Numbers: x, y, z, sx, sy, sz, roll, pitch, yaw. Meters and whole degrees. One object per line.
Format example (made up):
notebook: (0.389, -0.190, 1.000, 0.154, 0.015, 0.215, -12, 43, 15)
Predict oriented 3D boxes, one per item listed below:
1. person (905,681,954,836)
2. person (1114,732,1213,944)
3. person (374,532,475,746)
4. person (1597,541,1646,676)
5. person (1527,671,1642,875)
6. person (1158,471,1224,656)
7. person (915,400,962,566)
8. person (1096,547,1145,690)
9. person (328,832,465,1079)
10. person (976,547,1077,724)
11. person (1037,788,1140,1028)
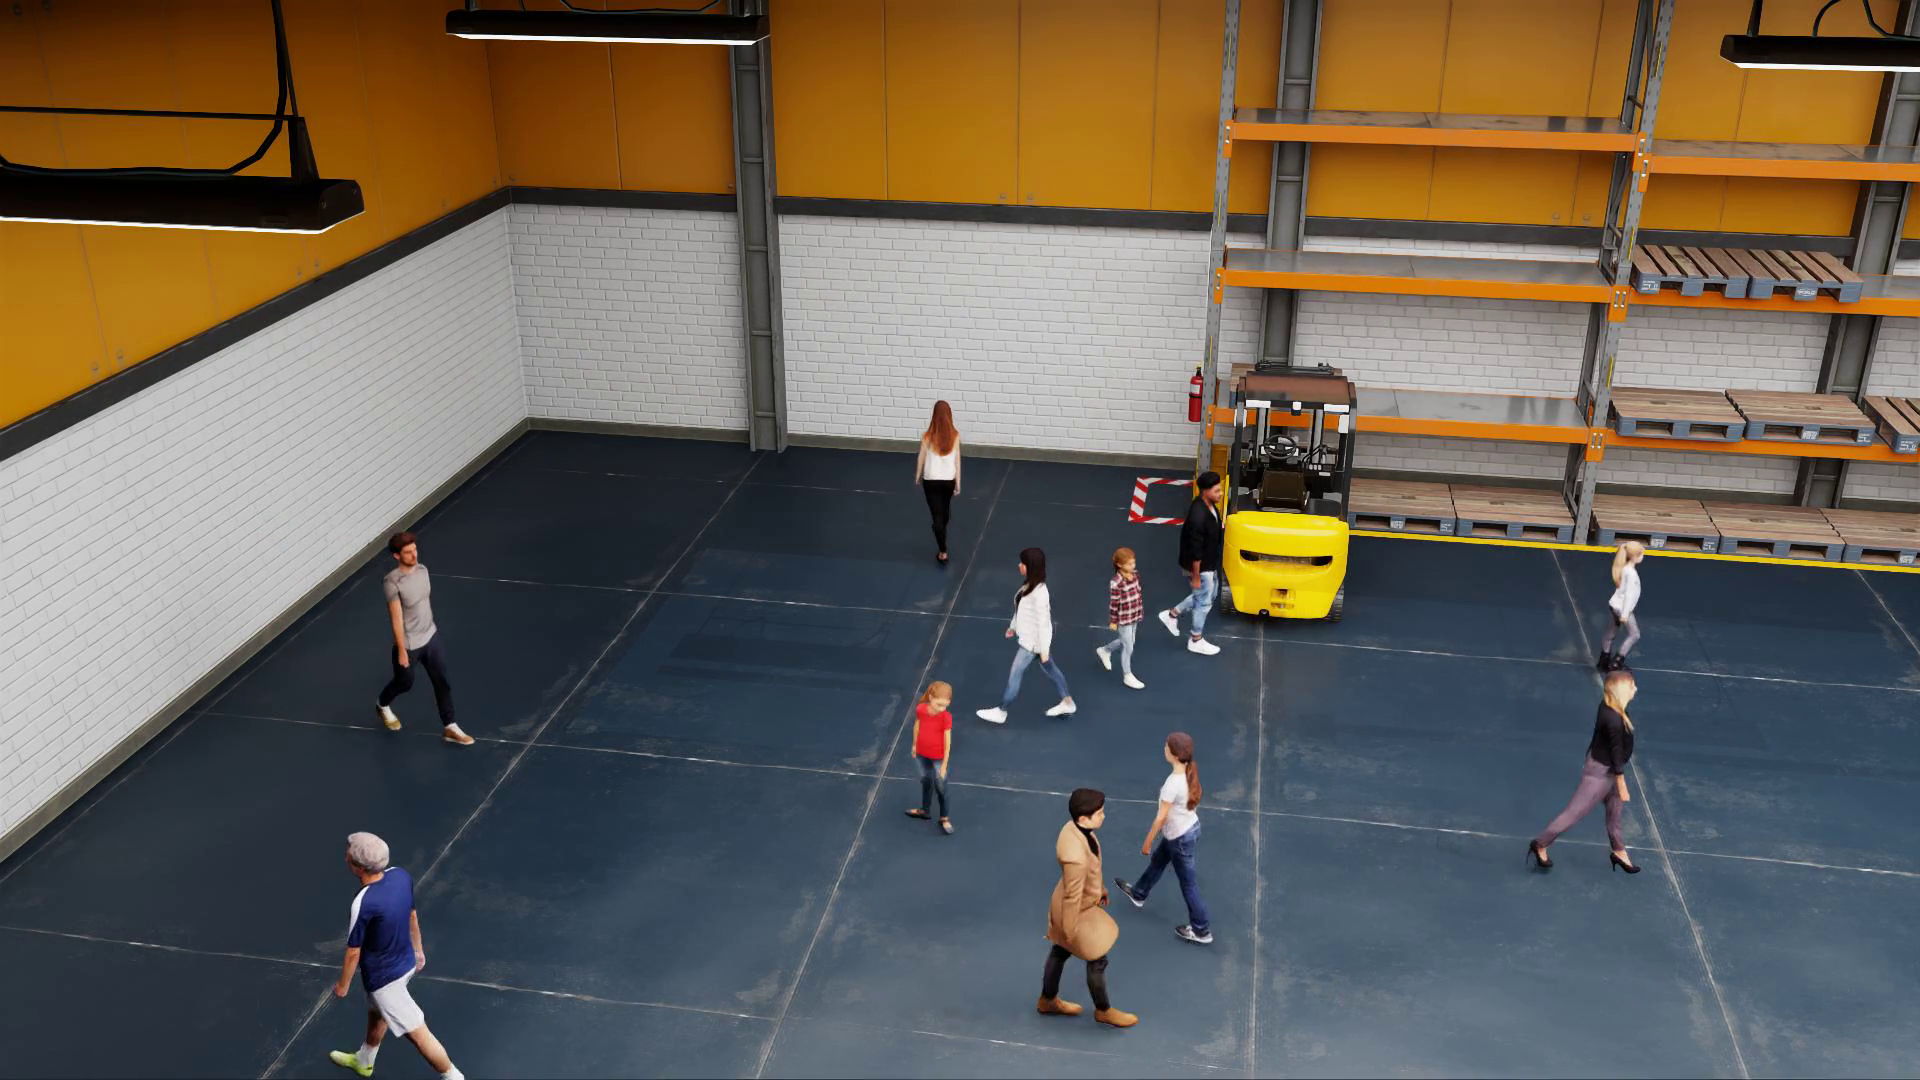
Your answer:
person: (-0.231, 1.591, 12.539, 0.729, 1.284, 0.540, -20, 31, -38)
person: (1.550, 2.031, 11.237, 1.103, 1.521, 0.816, 15, 28, 30)
person: (-4.536, 0.815, 13.603, 1.281, 1.855, 0.926, 13, 27, 27)
person: (5.836, 0.604, 14.816, 0.544, 1.270, 0.539, 2, 24, 4)
person: (4.467, 1.698, 11.867, 1.049, 1.625, 0.704, 7, 25, 16)
person: (2.097, 0.194, 15.109, 0.871, 1.787, 0.764, 7, 25, 15)
person: (-0.189, -0.552, 16.951, 1.074, 1.677, 0.963, -7, 25, -16)
person: (1.420, 0.648, 14.687, 0.893, 1.292, 0.762, 20, 31, 38)
person: (-3.255, 2.545, 9.724, 1.177, 1.791, 0.650, 4, 24, 8)
person: (0.698, 0.817, 13.922, 1.152, 1.594, 0.798, -2, 24, -4)
person: (0.642, 2.289, 10.417, 0.910, 1.705, 0.717, 0, 24, 1)
